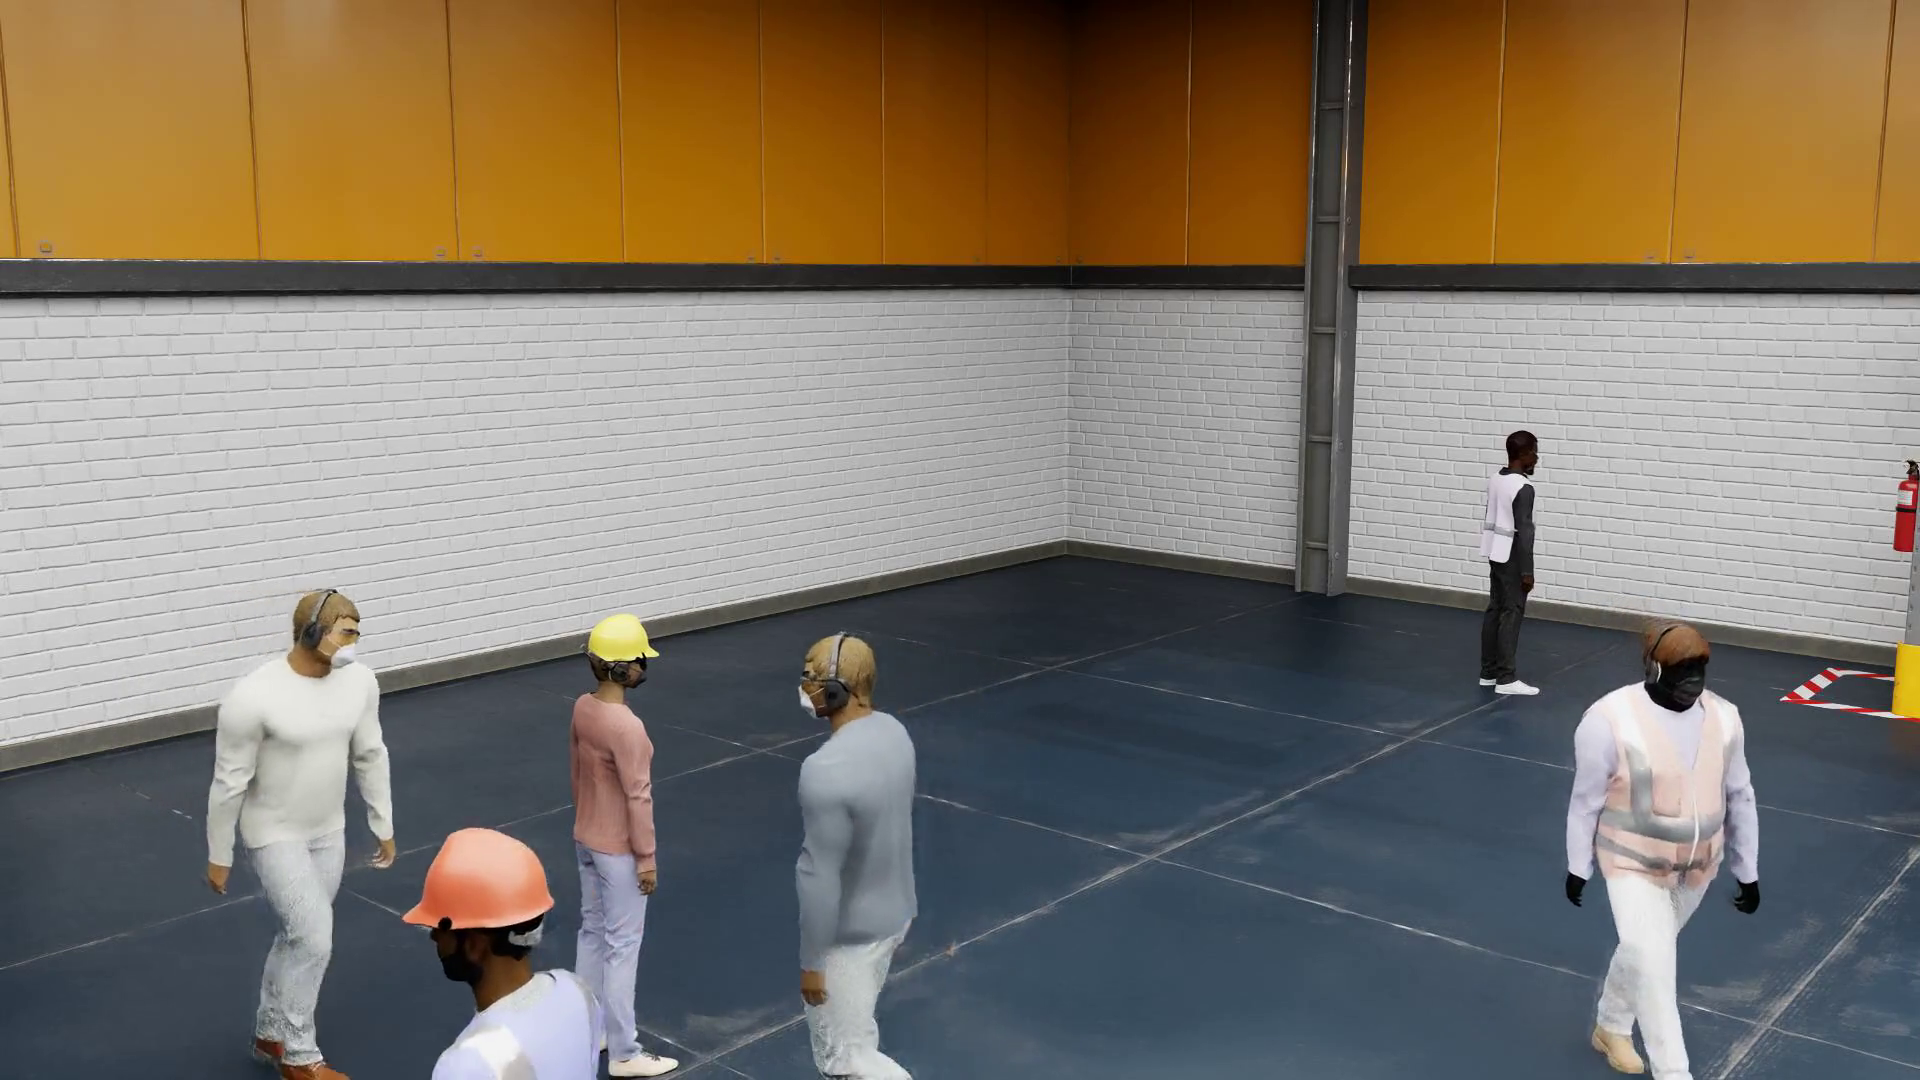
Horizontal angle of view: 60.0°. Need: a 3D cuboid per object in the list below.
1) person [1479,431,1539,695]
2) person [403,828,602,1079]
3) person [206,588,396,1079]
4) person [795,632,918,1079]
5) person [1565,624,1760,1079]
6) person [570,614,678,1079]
[{"bbox_3d":[4.000,0.159,12.106,0.377,1.916,0.600,-1,9,-6],"label":"person"},{"bbox_3d":[-0.865,1.538,3.481,0.820,1.910,0.556,1,9,8],"label":"person"},{"bbox_3d":[-2.437,1.111,6.180,0.732,1.892,0.646,4,10,25],"label":"person"},{"bbox_3d":[-0.252,1.244,5.319,0.730,1.922,0.641,3,10,19],"label":"person"},{"bbox_3d":[2.576,1.190,6.027,0.652,1.790,0.947,-2,9,-11],"label":"person"},{"bbox_3d":[-1.292,1.153,6.338,0.329,1.767,0.529,-7,11,-36],"label":"person"}]
